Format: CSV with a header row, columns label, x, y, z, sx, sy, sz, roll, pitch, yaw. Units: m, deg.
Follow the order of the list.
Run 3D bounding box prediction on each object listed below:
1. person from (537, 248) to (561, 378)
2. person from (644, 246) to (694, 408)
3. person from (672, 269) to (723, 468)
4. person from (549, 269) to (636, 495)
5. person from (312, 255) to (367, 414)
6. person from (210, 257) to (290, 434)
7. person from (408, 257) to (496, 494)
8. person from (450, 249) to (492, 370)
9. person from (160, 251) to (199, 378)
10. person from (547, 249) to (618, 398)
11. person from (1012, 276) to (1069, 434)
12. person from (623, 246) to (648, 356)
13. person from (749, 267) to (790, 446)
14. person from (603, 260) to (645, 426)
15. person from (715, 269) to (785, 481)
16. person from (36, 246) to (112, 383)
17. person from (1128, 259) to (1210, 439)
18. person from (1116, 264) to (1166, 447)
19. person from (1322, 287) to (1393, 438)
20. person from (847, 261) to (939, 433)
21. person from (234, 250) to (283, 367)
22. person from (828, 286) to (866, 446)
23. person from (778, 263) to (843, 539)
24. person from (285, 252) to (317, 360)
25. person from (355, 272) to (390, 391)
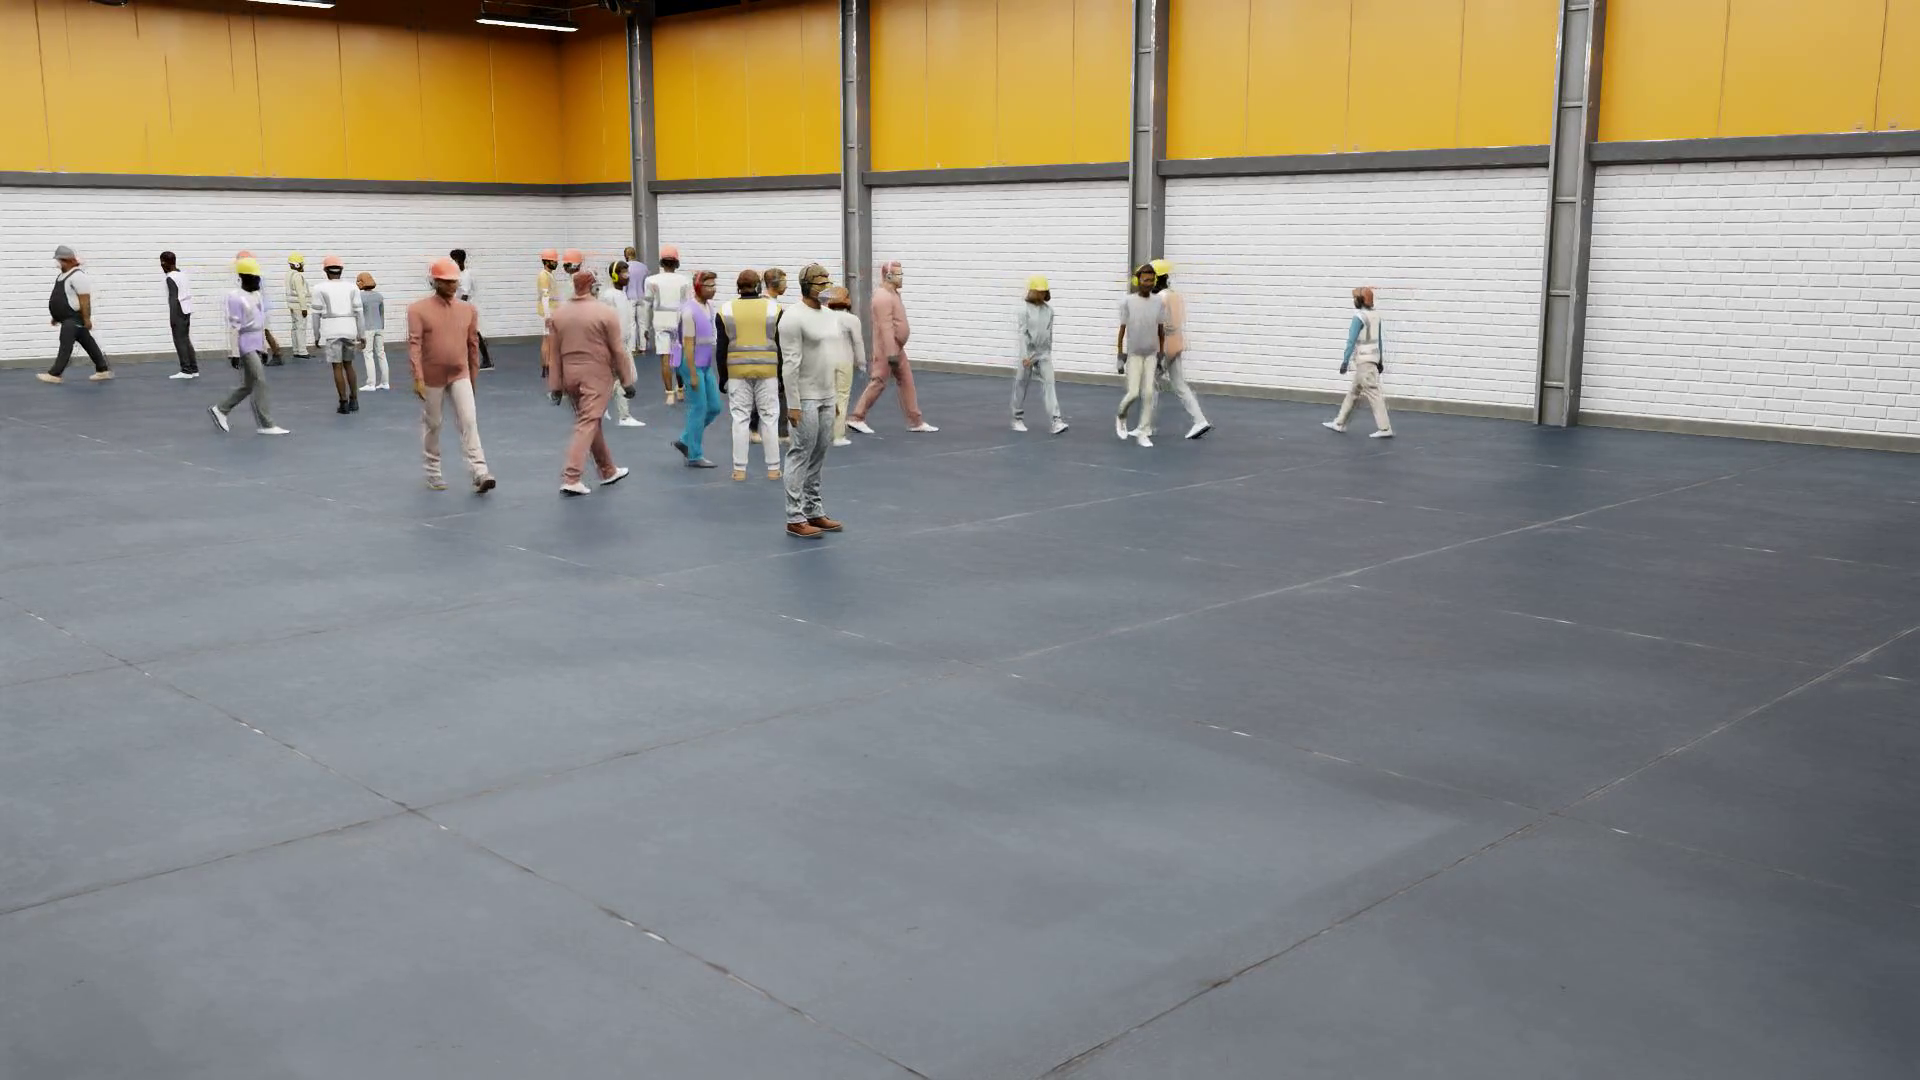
label,x,y,z,sx,sy,sz,roll,pitch,yaw
person,-6.147,-3.406,25.004,0.377,1.932,0.552,-1,10,-6
person,-3.660,-2.689,20.953,0.626,1.980,1.061,-2,11,-12
person,-2.402,-1.565,15.275,0.443,1.821,0.631,2,11,10
person,-3.072,-1.323,13.882,0.639,1.856,1.015,5,12,26
person,-7.464,-2.466,19.995,0.552,1.908,0.518,-8,13,-36
person,-7.689,-2.072,17.832,0.827,1.906,0.601,0,10,1
person,-4.224,-1.342,13.718,0.628,1.938,1.006,-7,13,-34
person,-7.858,-3.600,26.109,0.987,1.909,0.630,-6,12,-28
person,-11.720,-3.380,24.972,0.417,1.901,0.599,-2,11,-9
person,-4.975,-2.856,21.941,0.928,1.966,0.627,-3,11,-15
person,0.829,-1.978,17.875,0.500,1.691,0.913,-6,12,-28
person,-5.809,-4.234,29.525,0.373,1.935,0.628,8,13,38
person,-1.931,-1.856,16.903,0.693,1.815,0.525,4,11,19
person,-3.842,-2.183,18.563,0.551,1.856,0.516,2,11,10
person,-1.811,-1.430,14.505,0.621,1.837,0.429,-1,10,-7
person,-12.953,-3.318,24.238,1.069,2.000,0.687,-9,14,-41
person,2.228,-1.994,17.472,0.912,1.894,0.604,7,12,32
person,1.825,-1.875,16.912,0.507,1.849,0.504,-3,11,-16
person,4.259,-1.885,17.657,0.876,1.579,0.530,8,13,37
person,-0.758,-2.070,17.936,0.963,1.863,0.658,2,11,10
person,-11.421,-3.725,26.864,0.883,1.882,0.560,-10,14,-43
person,-1.195,-1.778,16.979,0.536,1.612,0.543,5,11,25
person,-1.052,-0.990,11.822,0.362,1.938,0.631,5,12,26
person,-11.344,-4.009,28.566,0.404,1.837,0.590,-9,13,-39
person,-8.135,-2.870,22.939,0.288,1.626,0.497,5,12,27
